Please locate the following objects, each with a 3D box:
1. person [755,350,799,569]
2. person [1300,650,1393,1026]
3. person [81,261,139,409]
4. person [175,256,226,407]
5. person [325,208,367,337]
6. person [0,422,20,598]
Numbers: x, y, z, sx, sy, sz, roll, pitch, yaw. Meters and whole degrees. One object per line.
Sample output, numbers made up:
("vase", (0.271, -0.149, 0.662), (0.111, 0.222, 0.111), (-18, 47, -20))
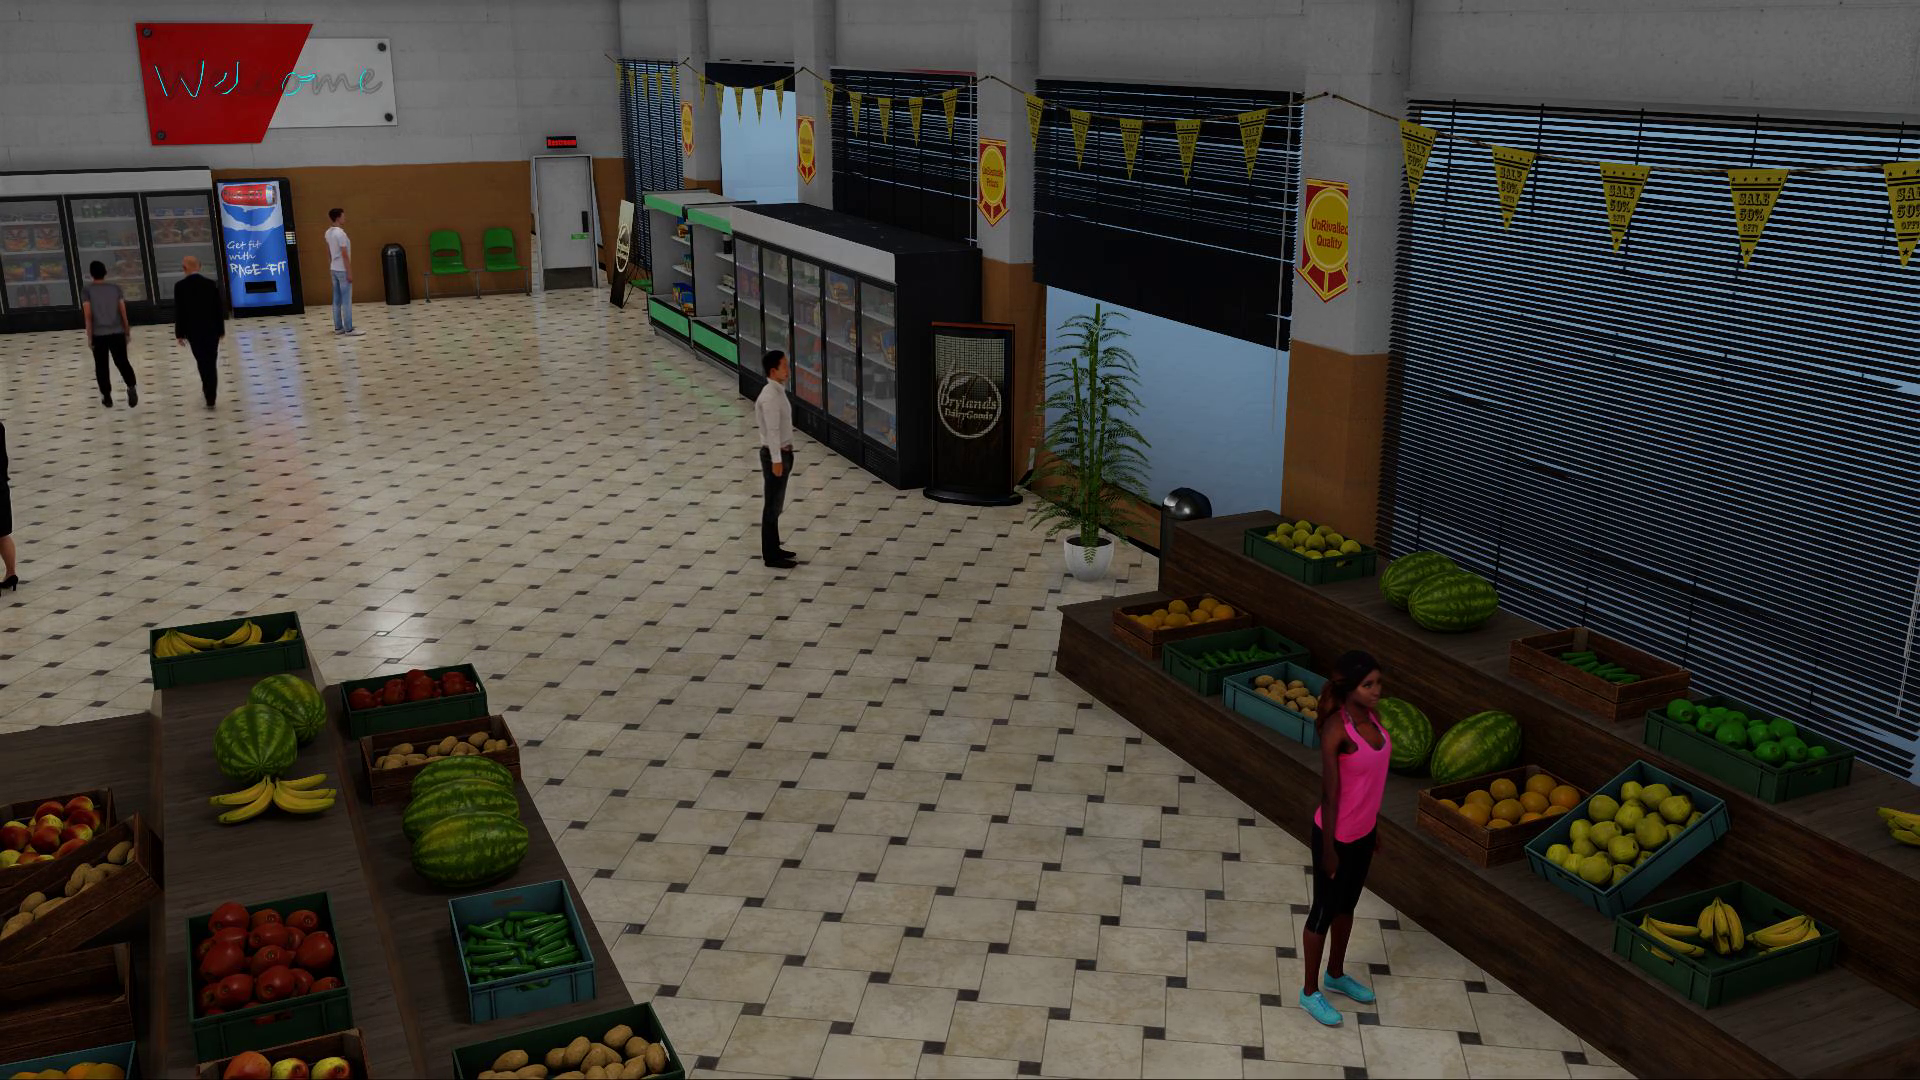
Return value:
("person", (-1.533, -0.684, 13.803), (0.791, 1.810, 0.631), (-1, 17, -2))
("person", (1.713, 1.300, 7.420), (0.618, 1.723, 0.632), (-15, 22, -40))
("person", (-9.996, -2.389, 19.550), (0.784, 1.734, 1.063), (-14, 22, -38))
("person", (-8.937, -2.425, 19.645), (0.711, 1.747, 1.146), (-8, 18, -23))
("person", (-9.112, -3.946, 24.478), (0.625, 1.850, 0.779), (15, 22, 40))
("person", (-7.664, -0.375, 13.025), (0.865, 1.671, 0.795), (5, 18, 17))
